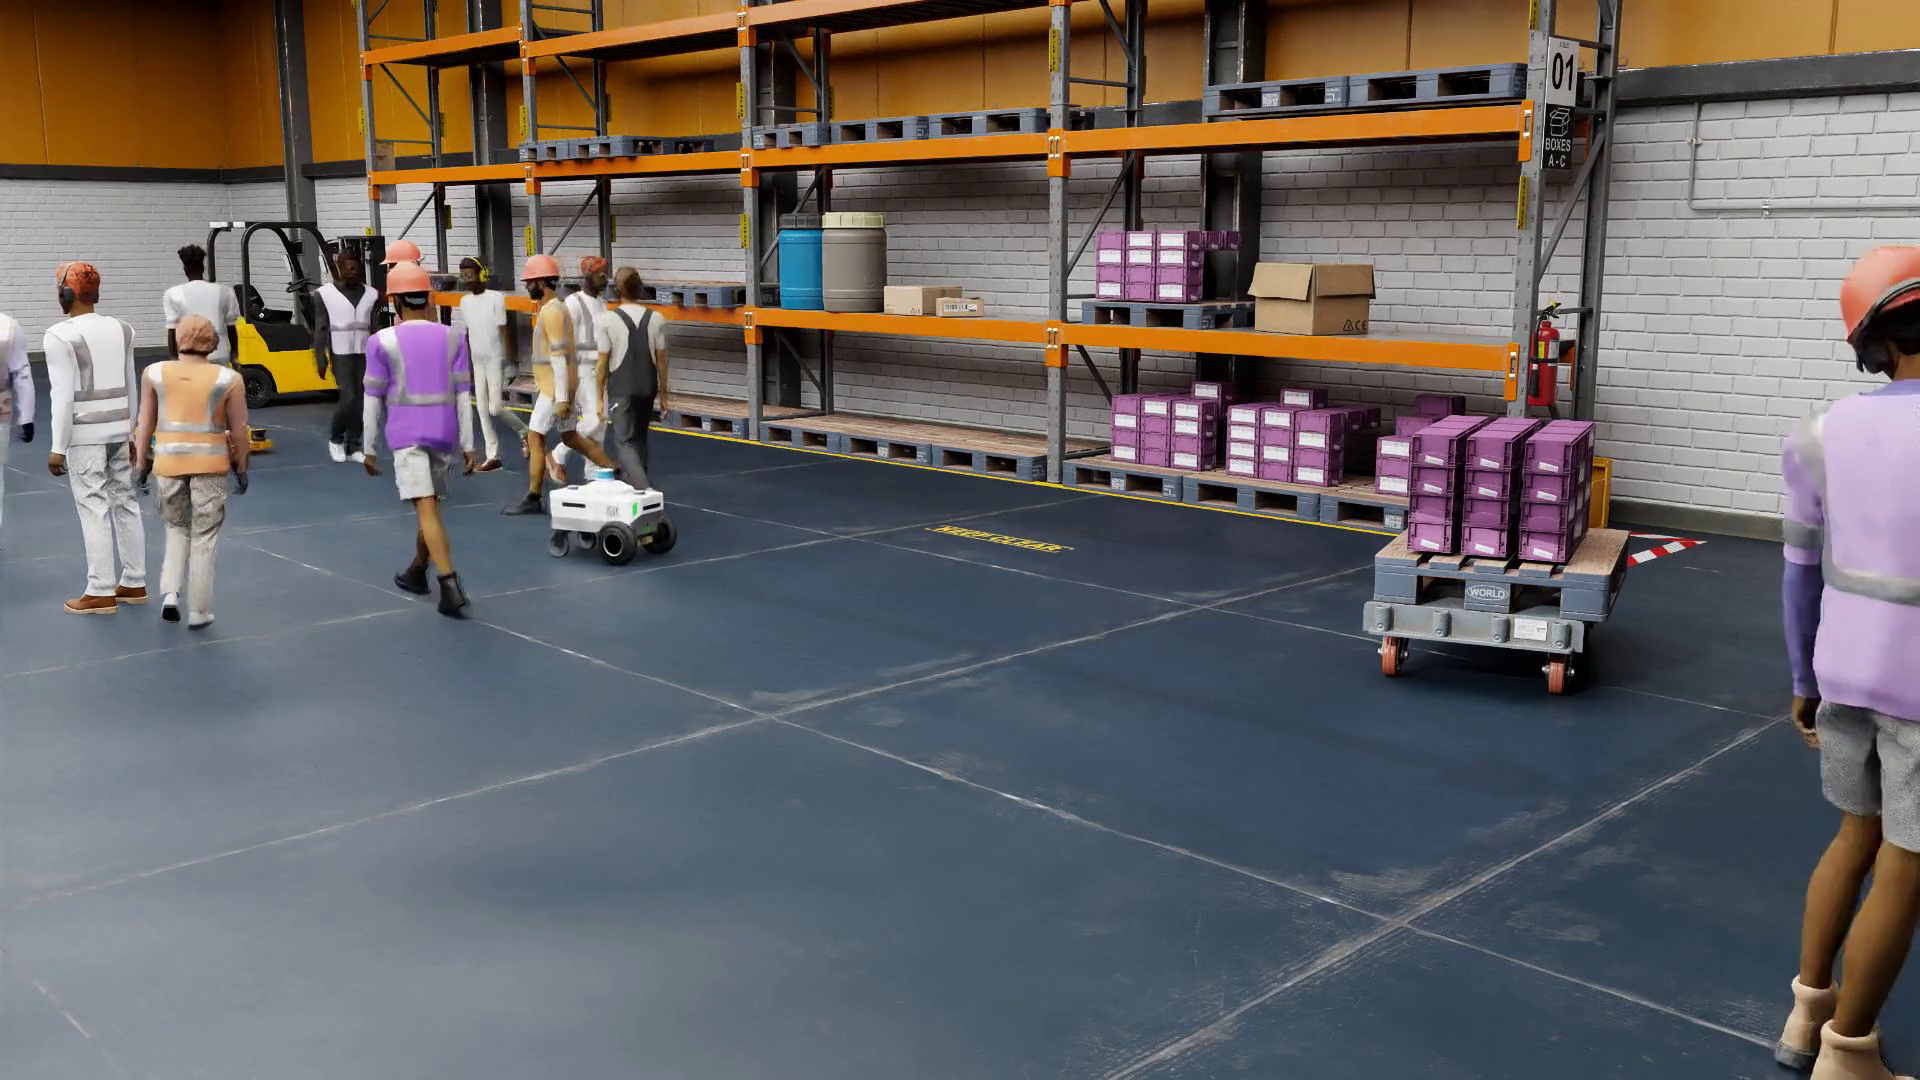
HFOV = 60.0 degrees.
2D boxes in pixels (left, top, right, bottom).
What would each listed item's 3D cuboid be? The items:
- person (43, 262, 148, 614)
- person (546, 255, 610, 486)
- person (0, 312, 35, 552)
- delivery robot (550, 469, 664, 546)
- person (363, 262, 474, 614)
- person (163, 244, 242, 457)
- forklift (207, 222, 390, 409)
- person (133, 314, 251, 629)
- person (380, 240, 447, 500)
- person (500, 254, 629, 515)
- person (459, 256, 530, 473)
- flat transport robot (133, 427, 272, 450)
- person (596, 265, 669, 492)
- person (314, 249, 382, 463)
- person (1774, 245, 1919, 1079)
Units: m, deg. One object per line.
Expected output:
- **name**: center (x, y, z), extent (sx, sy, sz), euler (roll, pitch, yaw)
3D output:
- **person**: center (-4.654, -0.542, 8.935), extent (0.356, 1.883, 0.573), euler (3, 11, 14)
- **person**: center (-2.969, -1.300, 13.107), extent (0.491, 1.868, 0.605), euler (3, 11, 16)
- **person**: center (-6.122, -0.761, 10.349), extent (0.645, 1.797, 0.804), euler (-7, 13, -35)
- **delivery robot**: center (-2.225, -0.205, 10.463), extent (0.707, 0.478, 0.477), euler (5, 12, 26)
- **person**: center (-2.928, -0.559, 9.042), extent (0.557, 1.885, 1.045), euler (-8, 13, -37)
- **person**: center (-6.650, -1.627, 14.666), extent (0.626, 1.947, 0.605), euler (-7, 13, -34)
- **forklift**: center (-8.169, -2.758, 20.163), extent (2.313, 2.155, 1.214), euler (-10, 14, -44)
- **person**: center (-3.944, -0.351, 8.584), extent (0.542, 1.615, 0.393), euler (-2, 11, -9)
- **person**: center (-4.180, -1.291, 12.748), extent (0.406, 1.987, 0.622), euler (-4, 11, -22)
- **person**: center (-2.855, -1.119, 12.085), extent (0.936, 1.904, 0.553), euler (-2, 11, -9)
- **person**: center (-4.009, -1.512, 14.326), extent (0.568, 1.840, 0.591), euler (6, 12, 29)
- **flat transport robot**: center (-7.232, -0.957, 15.590), extent (1.431, 0.197, 0.652), euler (5, 11, 25)
- **person**: center (-2.279, -1.016, 11.705), extent (0.519, 1.820, 0.824), euler (-7, 12, -33)
- **person**: center (-5.412, -1.622, 14.780), extent (0.462, 1.899, 0.595), euler (8, 13, 37)
- **person**: center (2.149, 0.350, 3.813), extent (0.355, 2.007, 0.640), euler (-4, 11, -20)
